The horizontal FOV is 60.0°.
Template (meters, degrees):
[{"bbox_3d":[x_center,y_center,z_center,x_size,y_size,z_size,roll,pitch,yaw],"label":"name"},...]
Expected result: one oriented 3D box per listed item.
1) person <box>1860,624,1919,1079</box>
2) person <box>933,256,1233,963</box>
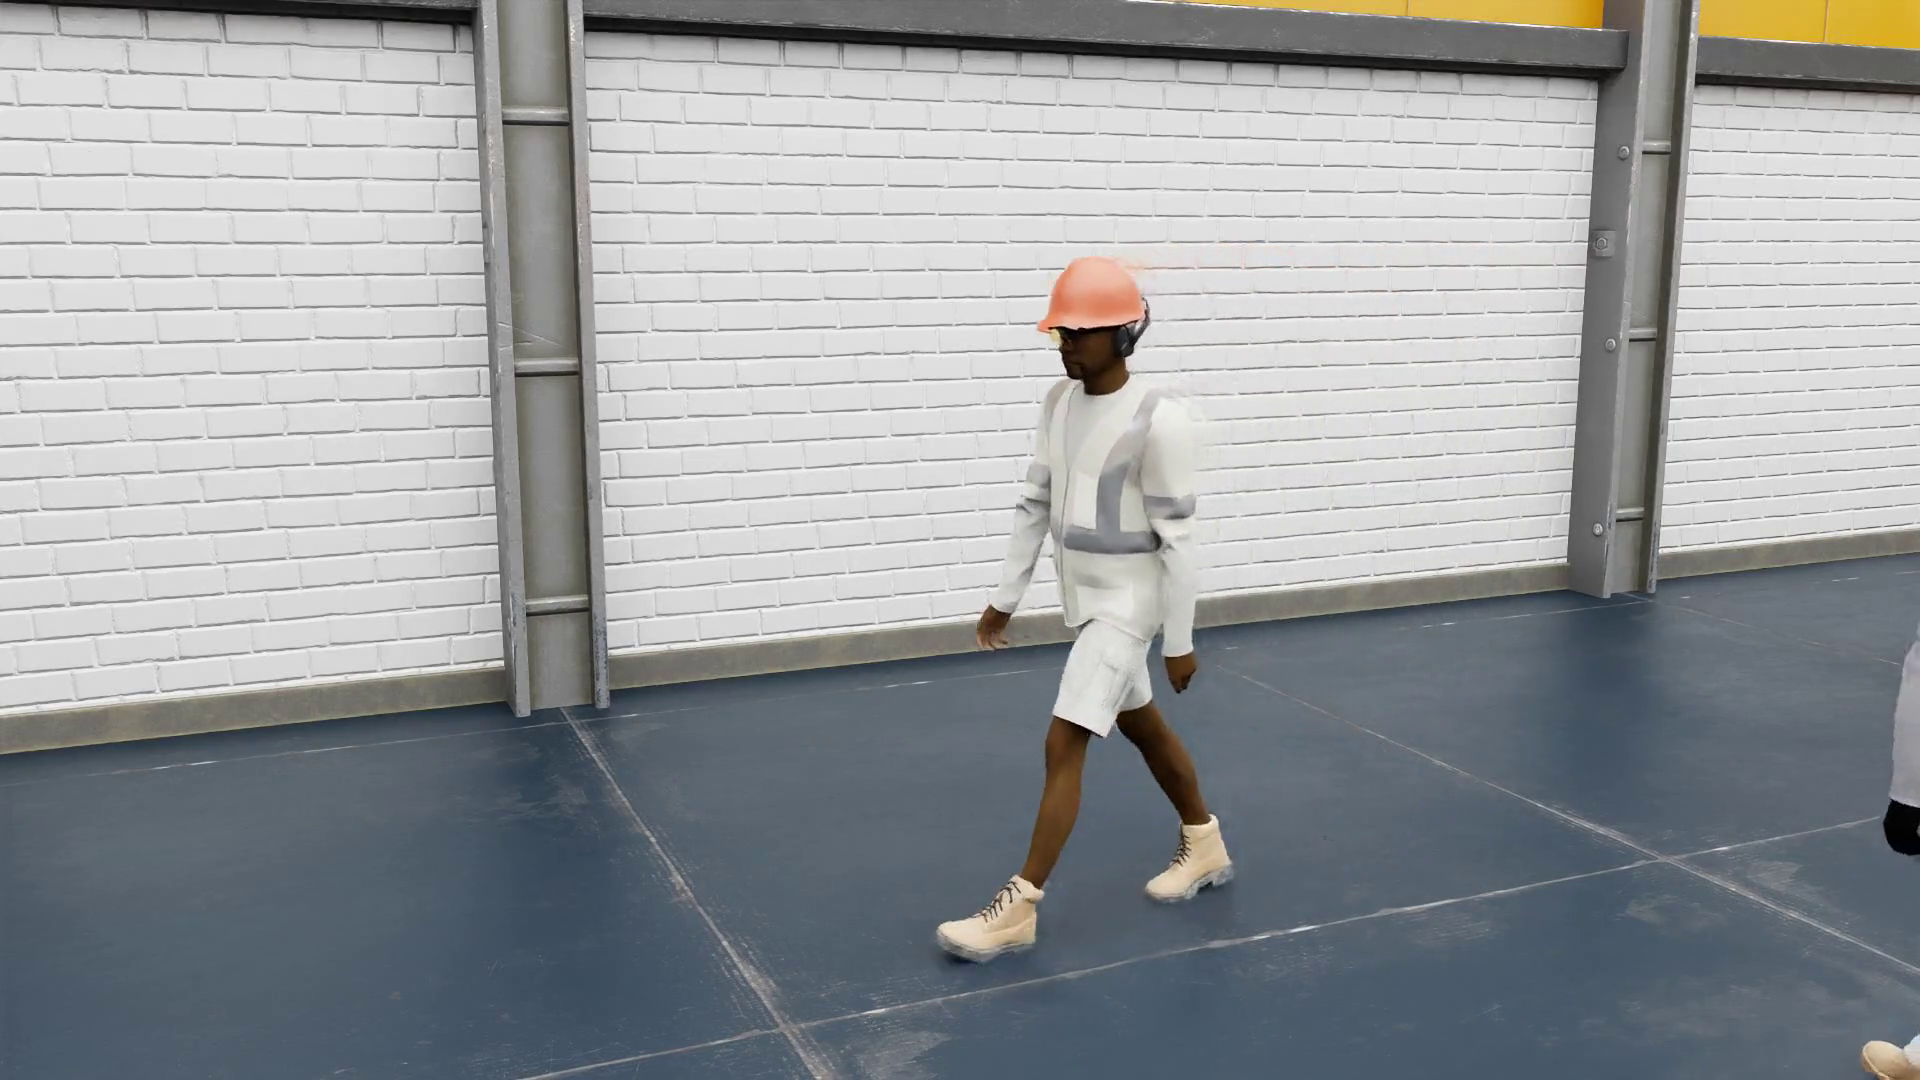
[{"bbox_3d":[2.292,0.510,3.465,0.634,1.807,0.940,-2,10,-11],"label":"person"},{"bbox_3d":[0.427,0.180,4.812,1.088,1.984,0.604,-5,11,-26],"label":"person"}]
